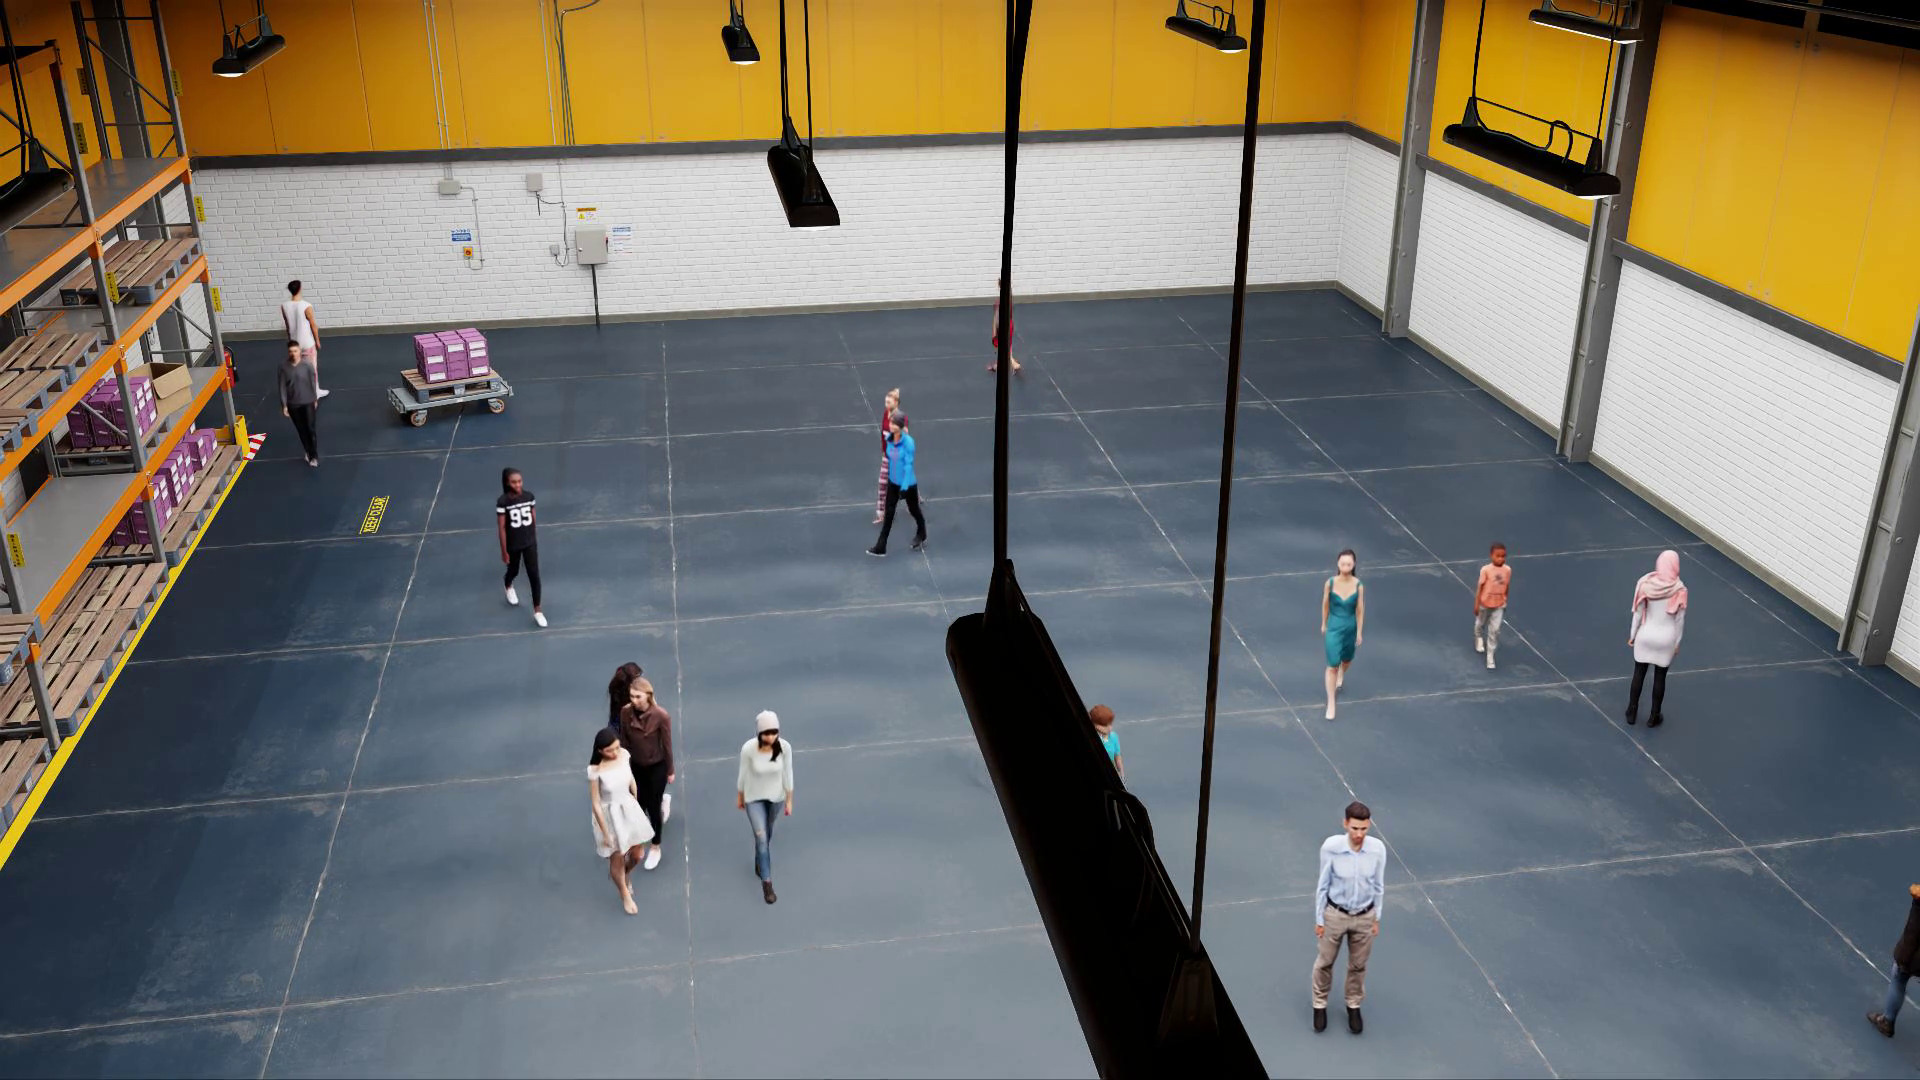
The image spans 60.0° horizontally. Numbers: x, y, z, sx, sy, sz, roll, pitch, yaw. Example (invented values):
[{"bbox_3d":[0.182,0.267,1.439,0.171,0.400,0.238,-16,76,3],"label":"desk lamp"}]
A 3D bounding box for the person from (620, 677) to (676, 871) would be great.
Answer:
[{"bbox_3d":[-2.573,1.868,13.893,0.847,1.687,1.061,5,24,11],"label":"person"}]

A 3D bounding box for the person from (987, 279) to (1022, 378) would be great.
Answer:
[{"bbox_3d":[0.712,-3.286,25.875,1.013,1.533,0.906,19,30,36],"label":"person"}]

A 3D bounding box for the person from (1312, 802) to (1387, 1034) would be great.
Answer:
[{"bbox_3d":[2.776,2.666,11.867,0.669,1.846,0.651,0,24,1],"label":"person"}]

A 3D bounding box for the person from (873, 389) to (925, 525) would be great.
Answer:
[{"bbox_3d":[-0.734,-1.037,20.574,1.053,1.658,1.081,18,29,35],"label":"person"}]

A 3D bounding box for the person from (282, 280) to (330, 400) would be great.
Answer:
[{"bbox_3d":[-9.851,-2.995,24.894,0.713,1.785,0.677,4,24,9],"label":"person"}]

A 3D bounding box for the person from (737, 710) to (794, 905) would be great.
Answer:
[{"bbox_3d":[-1.608,2.060,13.545,0.717,1.613,1.037,-7,25,-16],"label":"person"}]

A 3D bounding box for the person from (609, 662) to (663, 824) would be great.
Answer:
[{"bbox_3d":[-2.765,1.799,14.140,0.734,1.616,0.804,4,24,8],"label":"person"}]

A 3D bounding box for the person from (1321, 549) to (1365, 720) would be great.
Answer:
[{"bbox_3d":[3.735,0.872,16.219,0.833,1.649,1.104,5,24,12],"label":"person"}]

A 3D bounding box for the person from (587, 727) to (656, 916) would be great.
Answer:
[{"bbox_3d":[-2.761,2.189,13.071,0.880,1.756,0.817,20,30,38],"label":"person"}]

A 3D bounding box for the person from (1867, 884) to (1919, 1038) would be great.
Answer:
[{"bbox_3d":[6.804,2.906,11.605,0.620,1.617,0.912,-4,24,-10],"label":"person"}]

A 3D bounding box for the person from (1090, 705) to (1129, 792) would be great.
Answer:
[{"bbox_3d":[1.111,1.994,13.919,0.741,1.434,0.873,-17,29,-33],"label":"person"}]

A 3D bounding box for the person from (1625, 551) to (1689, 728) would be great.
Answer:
[{"bbox_3d":[6.640,0.942,15.865,0.740,1.804,0.782,12,26,26],"label":"person"}]

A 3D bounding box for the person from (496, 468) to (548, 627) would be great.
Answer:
[{"bbox_3d":[-4.823,0.040,18.062,0.957,1.697,1.241,-16,28,-32],"label":"person"}]

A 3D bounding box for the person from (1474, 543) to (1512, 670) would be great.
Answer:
[{"bbox_3d":[5.488,0.625,17.241,0.682,1.282,0.964,3,24,7],"label":"person"}]

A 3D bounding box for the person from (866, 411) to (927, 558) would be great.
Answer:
[{"bbox_3d":[-0.607,-0.658,19.589,1.163,1.752,1.120,21,31,40],"label":"person"}]

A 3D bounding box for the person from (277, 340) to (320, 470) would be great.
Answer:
[{"bbox_3d":[-8.857,-1.841,22.338,0.684,1.719,1.110,-6,24,-13],"label":"person"}]
